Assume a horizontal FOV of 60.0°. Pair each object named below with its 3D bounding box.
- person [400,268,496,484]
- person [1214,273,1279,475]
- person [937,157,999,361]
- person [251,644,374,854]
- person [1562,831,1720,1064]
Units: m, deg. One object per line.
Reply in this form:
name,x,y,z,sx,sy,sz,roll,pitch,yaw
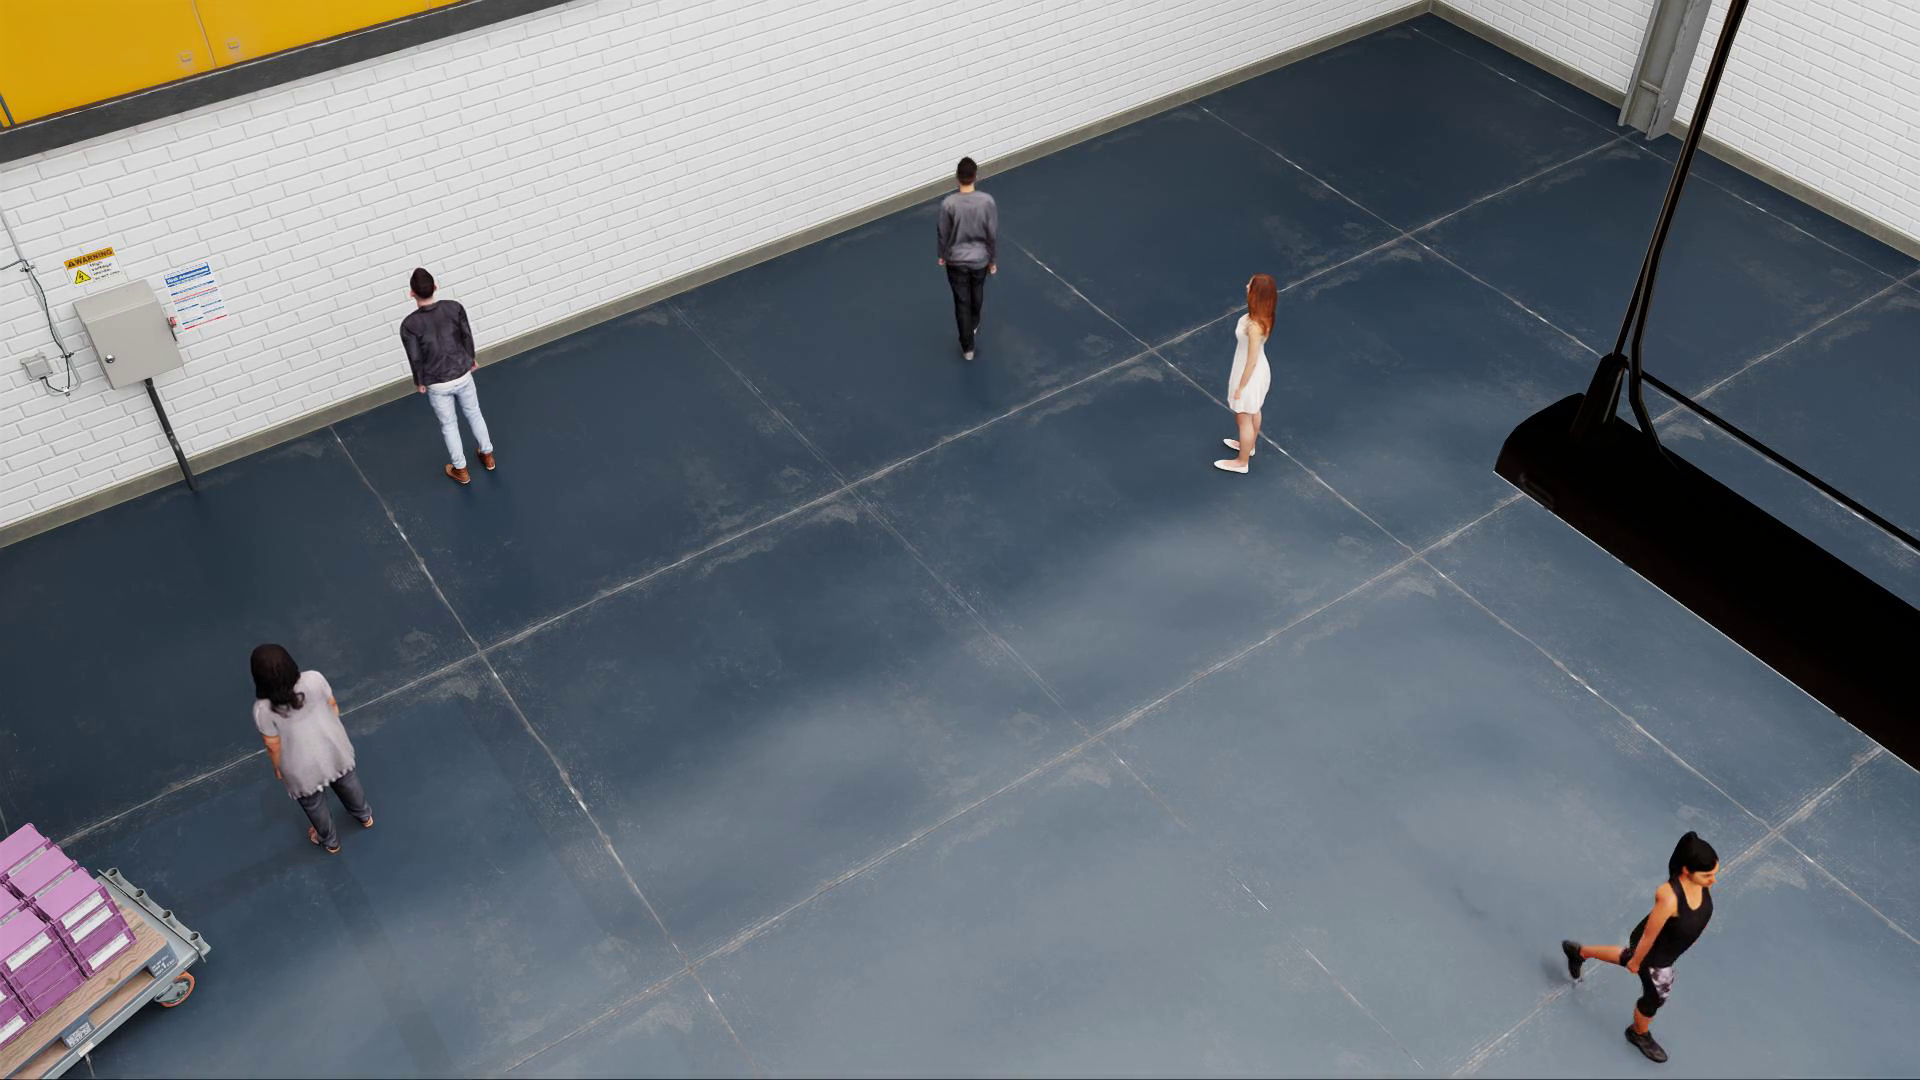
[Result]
person,-3.725,-1.193,12.099,0.671,1.836,0.567,-30,51,-27
person,2.136,-1.230,12.229,0.673,1.711,0.646,16,46,16
person,0.074,-2.183,13.202,0.830,1.748,0.947,-6,44,-7
person,-3.822,1.209,9.742,0.728,1.609,0.701,30,51,28
person,3.642,2.079,8.807,0.633,1.640,1.007,-30,51,-27
